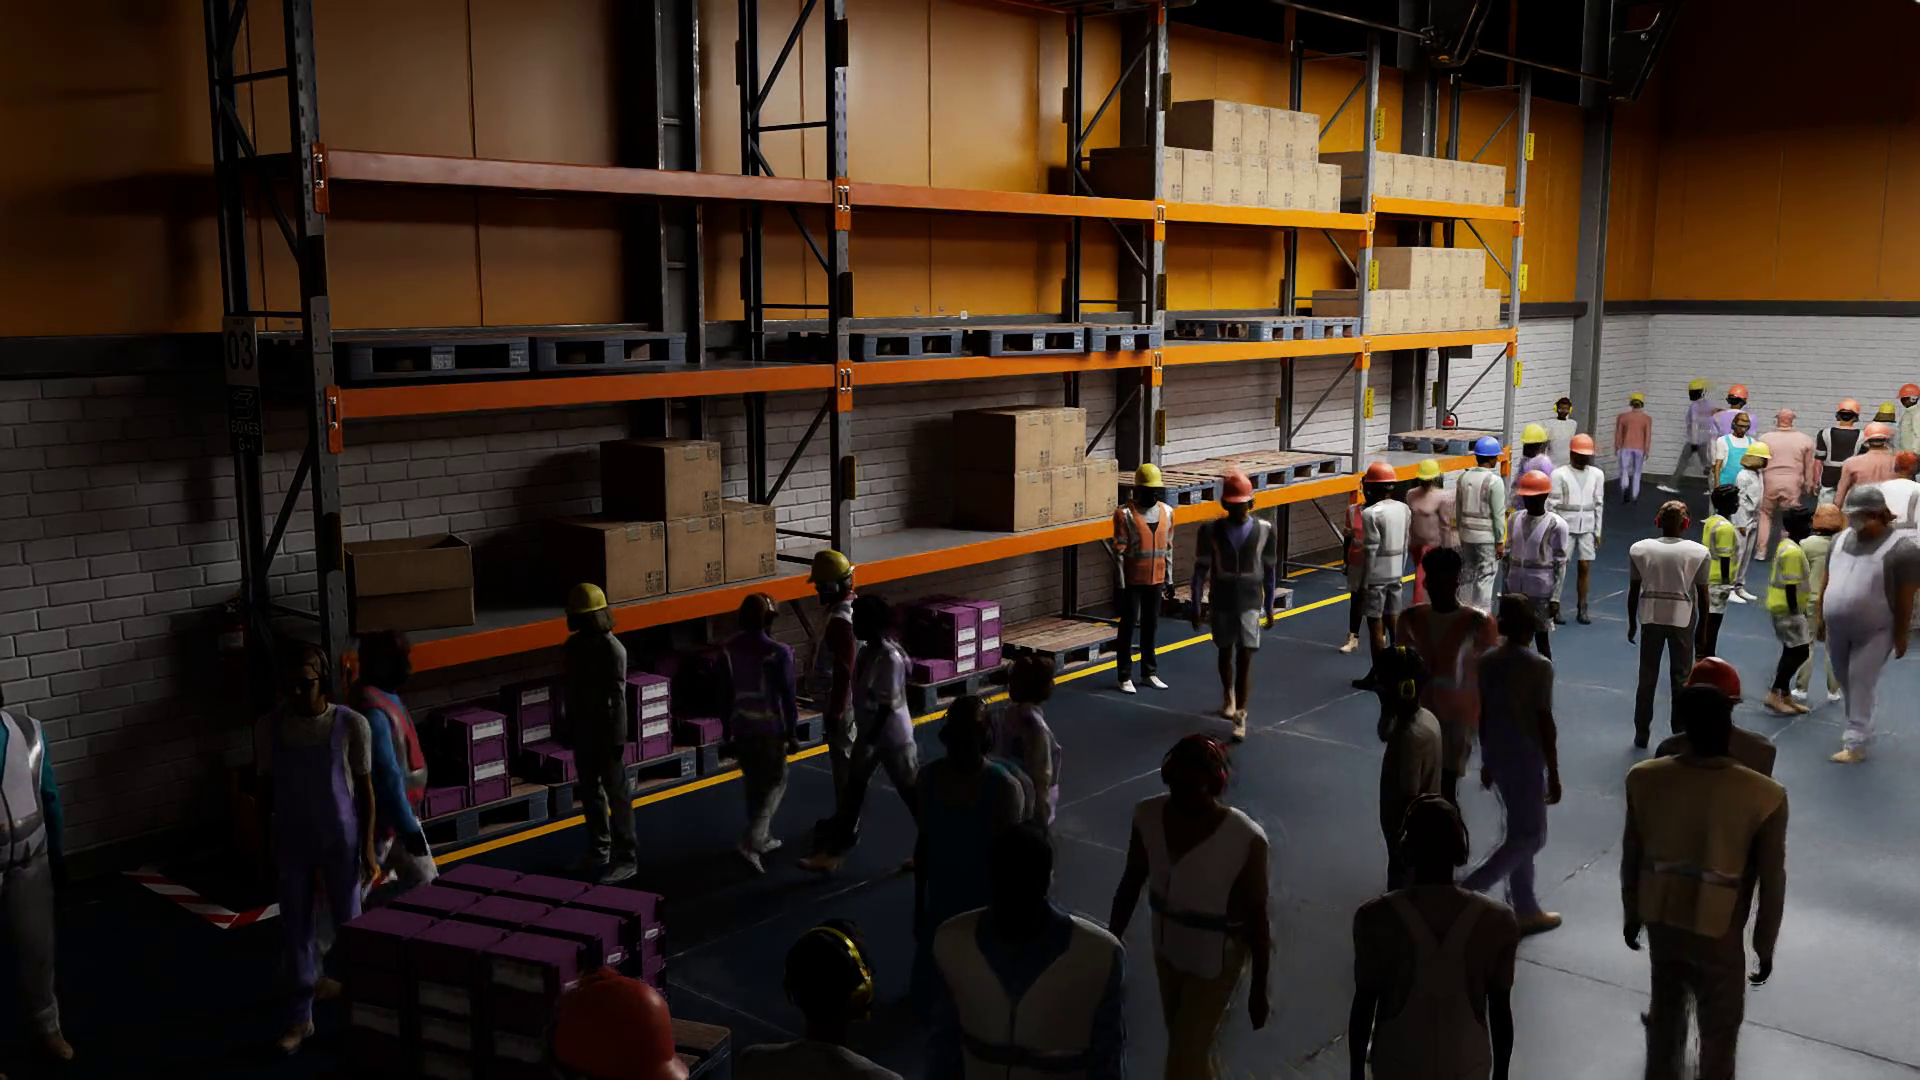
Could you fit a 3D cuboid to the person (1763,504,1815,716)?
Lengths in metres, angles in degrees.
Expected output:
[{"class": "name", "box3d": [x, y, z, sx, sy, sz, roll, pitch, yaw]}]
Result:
[{"class": "person", "box3d": [6.566, 0.553, 13.137, 0.368, 1.686, 0.551, 4, 10, 22]}]

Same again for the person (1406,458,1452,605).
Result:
[{"class": "person", "box3d": [4.647, 0.032, 16.402, 0.817, 1.735, 0.524, -6, 10, -32]}]

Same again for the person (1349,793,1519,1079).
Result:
[{"class": "person", "box3d": [1.479, 1.703, 5.256, 0.505, 1.839, 0.348, 1, 9, 8]}]

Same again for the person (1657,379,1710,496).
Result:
[{"class": "person", "box3d": [11.822, -1.644, 26.726, 0.611, 1.872, 1.013, -8, 12, -43]}]

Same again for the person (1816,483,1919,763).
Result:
[{"class": "person", "box3d": [6.569, 0.545, 12.064, 0.759, 2.000, 0.694, -4, 10, -27]}]

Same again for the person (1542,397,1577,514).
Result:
[{"class": "person", "box3d": [8.211, -1.031, 22.801, 0.519, 1.865, 0.326, -2, 9, -10]}]

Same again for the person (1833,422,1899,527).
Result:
[{"class": "person", "box3d": [9.490, -0.258, 17.448, 0.624, 1.975, 0.623, 2, 9, 11]}]

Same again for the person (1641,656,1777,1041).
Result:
[{"class": "person", "box3d": [3.362, 1.391, 7.519, 0.563, 1.755, 0.323, -1, 9, -8]}]

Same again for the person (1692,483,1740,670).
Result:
[{"class": "person", "box3d": [6.565, 0.350, 14.421, 0.321, 1.696, 0.536, 1, 9, 10]}]

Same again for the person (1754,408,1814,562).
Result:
[{"class": "person", "box3d": [9.984, -0.650, 20.218, 0.666, 1.905, 0.420, 4, 10, 26]}]

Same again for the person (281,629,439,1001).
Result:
[{"class": "person", "box3d": [-2.805, 1.311, 7.949, 0.973, 1.795, 0.632, -2, 9, -10]}]

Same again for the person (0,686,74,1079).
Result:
[{"class": "person", "box3d": [-4.150, 1.421, 7.112, 0.429, 1.833, 0.635, 6, 11, 33]}]

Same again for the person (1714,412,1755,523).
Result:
[{"class": "person", "box3d": [9.508, -0.652, 20.435, 0.507, 1.840, 0.343, -1, 9, -6]}]

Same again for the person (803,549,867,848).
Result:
[{"class": "person", "box3d": [-0.747, 0.957, 10.110, 0.403, 1.822, 0.588, 0, 9, 1]}]

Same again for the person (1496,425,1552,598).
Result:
[{"class": "person", "box3d": [6.154, -0.308, 18.041, 0.643, 1.892, 0.659, 0, 9, -1]}]

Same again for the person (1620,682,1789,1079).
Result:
[{"class": "person", "box3d": [2.875, 1.499, 6.485, 0.598, 1.876, 0.625, 8, 12, 42]}]

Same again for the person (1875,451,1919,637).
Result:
[{"class": "person", "box3d": [8.976, 0.056, 15.903, 0.972, 1.835, 0.592, -5, 10, -32]}]

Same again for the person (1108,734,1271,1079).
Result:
[{"class": "person", "box3d": [0.780, 1.585, 6.069, 0.707, 1.808, 0.619, -7, 11, -38]}]

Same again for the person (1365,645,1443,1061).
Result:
[{"class": "person", "box3d": [1.944, 1.373, 7.319, 0.334, 1.860, 0.509, 3, 9, 20]}]

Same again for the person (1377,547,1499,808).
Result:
[{"class": "person", "box3d": [2.706, 0.998, 9.513, 0.626, 1.917, 0.971, 9, 12, 44]}]

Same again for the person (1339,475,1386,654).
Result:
[{"class": "person", "box3d": [3.747, 0.223, 15.239, 0.535, 1.699, 0.318, 6, 11, 34]}]

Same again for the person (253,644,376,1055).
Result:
[{"class": "person", "box3d": [-2.863, 1.367, 7.392, 0.514, 1.845, 0.339, -1, 9, -8]}]

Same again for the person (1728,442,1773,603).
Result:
[{"class": "person", "box3d": [8.448, -0.187, 17.808, 0.482, 1.729, 0.372, -8, 12, -42]}]

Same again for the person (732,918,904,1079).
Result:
[{"class": "person", "box3d": [-0.315, 1.858, 4.166, 0.517, 1.865, 0.327, 3, 9, 21]}]

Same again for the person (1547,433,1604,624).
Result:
[{"class": "person", "box3d": [6.163, -0.110, 16.660, 0.548, 1.930, 0.381, 0, 9, -1]}]

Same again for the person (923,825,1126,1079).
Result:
[{"class": "person", "box3d": [0.172, 1.736, 4.872, 0.614, 1.886, 0.708, 3, 9, 19]}]

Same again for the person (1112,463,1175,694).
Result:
[{"class": "person", "box3d": [1.547, 0.316, 13.905, 0.587, 1.928, 0.382, -4, 10, -26]}]

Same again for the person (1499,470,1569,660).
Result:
[{"class": "person", "box3d": [4.572, 0.399, 13.339, 0.358, 1.938, 0.542, -7, 12, -40]}]

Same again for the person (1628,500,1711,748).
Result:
[{"class": "person", "box3d": [5.161, 0.629, 12.149, 0.564, 1.846, 0.390, 5, 10, 31]}]

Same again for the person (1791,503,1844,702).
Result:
[{"class": "person", "box3d": [7.036, 0.513, 13.579, 0.509, 1.631, 0.271, 3, 9, 17]}]

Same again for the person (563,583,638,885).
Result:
[{"class": "person", "box3d": [-2.087, 1.097, 9.499, 0.485, 1.737, 0.339, 8, 12, 42]}]

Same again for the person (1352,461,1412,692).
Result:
[{"class": "person", "box3d": [3.517, 0.303, 13.967, 0.551, 1.932, 0.378, -7, 11, -37]}]

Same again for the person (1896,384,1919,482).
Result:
[{"class": "person", "box3d": [13.464, -1.227, 23.653, 0.388, 1.991, 0.609, 3, 9, 16]}]

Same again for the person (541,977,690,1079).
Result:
[{"class": "person", "box3d": [-0.839, 1.884, 3.720, 0.625, 1.959, 0.900, -8, 12, -42]}]

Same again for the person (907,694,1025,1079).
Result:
[{"class": "person", "box3d": [0.016, 1.498, 6.601, 0.520, 1.829, 0.381, 5, 10, 30]}]

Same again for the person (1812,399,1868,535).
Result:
[{"class": "person", "box3d": [10.615, -0.686, 20.051, 0.610, 2.032, 0.410, 5, 10, 29]}]

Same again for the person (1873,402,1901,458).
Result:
[{"class": "person", "box3d": [12.993, -1.072, 23.448, 0.319, 1.742, 0.492, -8, 12, -40]}]

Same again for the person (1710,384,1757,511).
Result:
[{"class": "person", "box3d": [10.507, -1.089, 22.596, 0.608, 2.044, 0.371, 8, 12, 42]}]

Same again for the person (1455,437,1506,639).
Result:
[{"class": "person", "box3d": [5.021, -0.022, 16.012, 0.391, 1.949, 0.602, -4, 10, -25]}]

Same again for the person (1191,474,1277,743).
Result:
[{"class": "person", "box3d": [2.088, 0.477, 12.690, 0.631, 1.990, 1.069, 2, 9, 10]}]

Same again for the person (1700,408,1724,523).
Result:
[{"class": "person", "box3d": [10.759, -1.046, 23.608, 0.512, 1.642, 0.312, -6, 10, -32]}]

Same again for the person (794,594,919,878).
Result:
[{"class": "person", "box3d": [-0.500, 1.130, 9.533, 0.883, 1.639, 0.534, -5, 10, -30]}]

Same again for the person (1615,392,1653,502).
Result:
[{"class": "person", "box3d": [10.383, -1.420, 25.680, 0.526, 1.734, 0.690, 4, 10, 24]}]

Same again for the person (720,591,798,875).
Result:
[{"class": "person", "box3d": [-1.200, 1.112, 9.752, 0.538, 1.632, 0.537, 5, 10, 30]}]

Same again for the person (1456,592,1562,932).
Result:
[{"class": "person", "box3d": [2.857, 1.186, 8.682, 0.639, 1.805, 0.574, -3, 9, -18]}]
